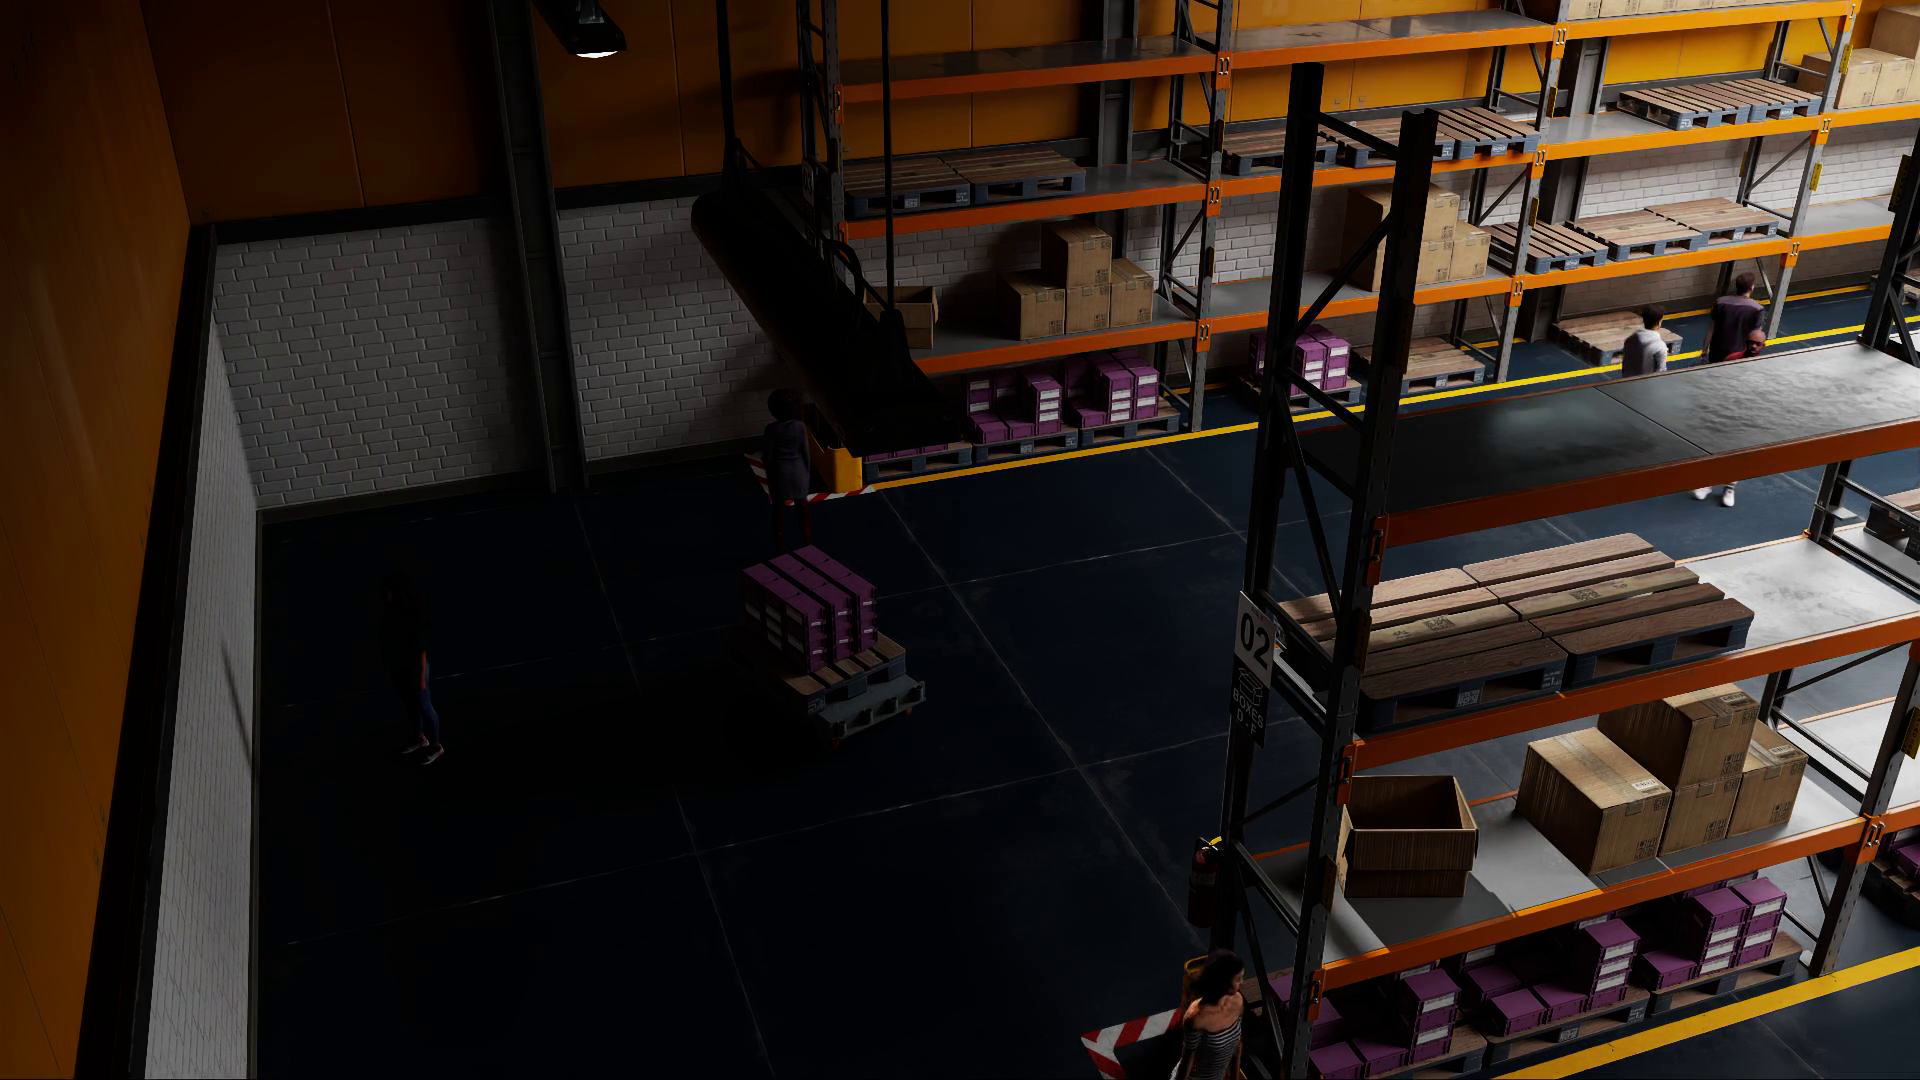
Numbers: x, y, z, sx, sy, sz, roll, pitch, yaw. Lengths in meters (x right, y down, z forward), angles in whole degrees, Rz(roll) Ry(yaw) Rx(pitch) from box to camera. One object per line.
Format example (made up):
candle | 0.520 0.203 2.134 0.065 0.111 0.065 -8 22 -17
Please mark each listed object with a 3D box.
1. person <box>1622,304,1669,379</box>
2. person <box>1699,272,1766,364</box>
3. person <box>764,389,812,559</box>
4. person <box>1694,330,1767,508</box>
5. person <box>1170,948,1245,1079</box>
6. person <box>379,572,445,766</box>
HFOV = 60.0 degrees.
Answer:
person | 6.752 -1.409 16.743 0.725 1.902 0.778 -15 32 -26
person | 8.186 -1.924 17.787 1.297 1.806 0.948 -22 36 -35
person | -1.589 -0.582 15.433 0.538 1.704 0.683 -3 29 -6
person | 7.712 -1.248 16.531 0.755 1.821 0.786 17 33 29
person | 1.217 2.901 8.945 0.755 1.801 0.819 -18 33 -29
person | -4.200 0.961 12.694 0.711 1.617 0.749 20 35 33
